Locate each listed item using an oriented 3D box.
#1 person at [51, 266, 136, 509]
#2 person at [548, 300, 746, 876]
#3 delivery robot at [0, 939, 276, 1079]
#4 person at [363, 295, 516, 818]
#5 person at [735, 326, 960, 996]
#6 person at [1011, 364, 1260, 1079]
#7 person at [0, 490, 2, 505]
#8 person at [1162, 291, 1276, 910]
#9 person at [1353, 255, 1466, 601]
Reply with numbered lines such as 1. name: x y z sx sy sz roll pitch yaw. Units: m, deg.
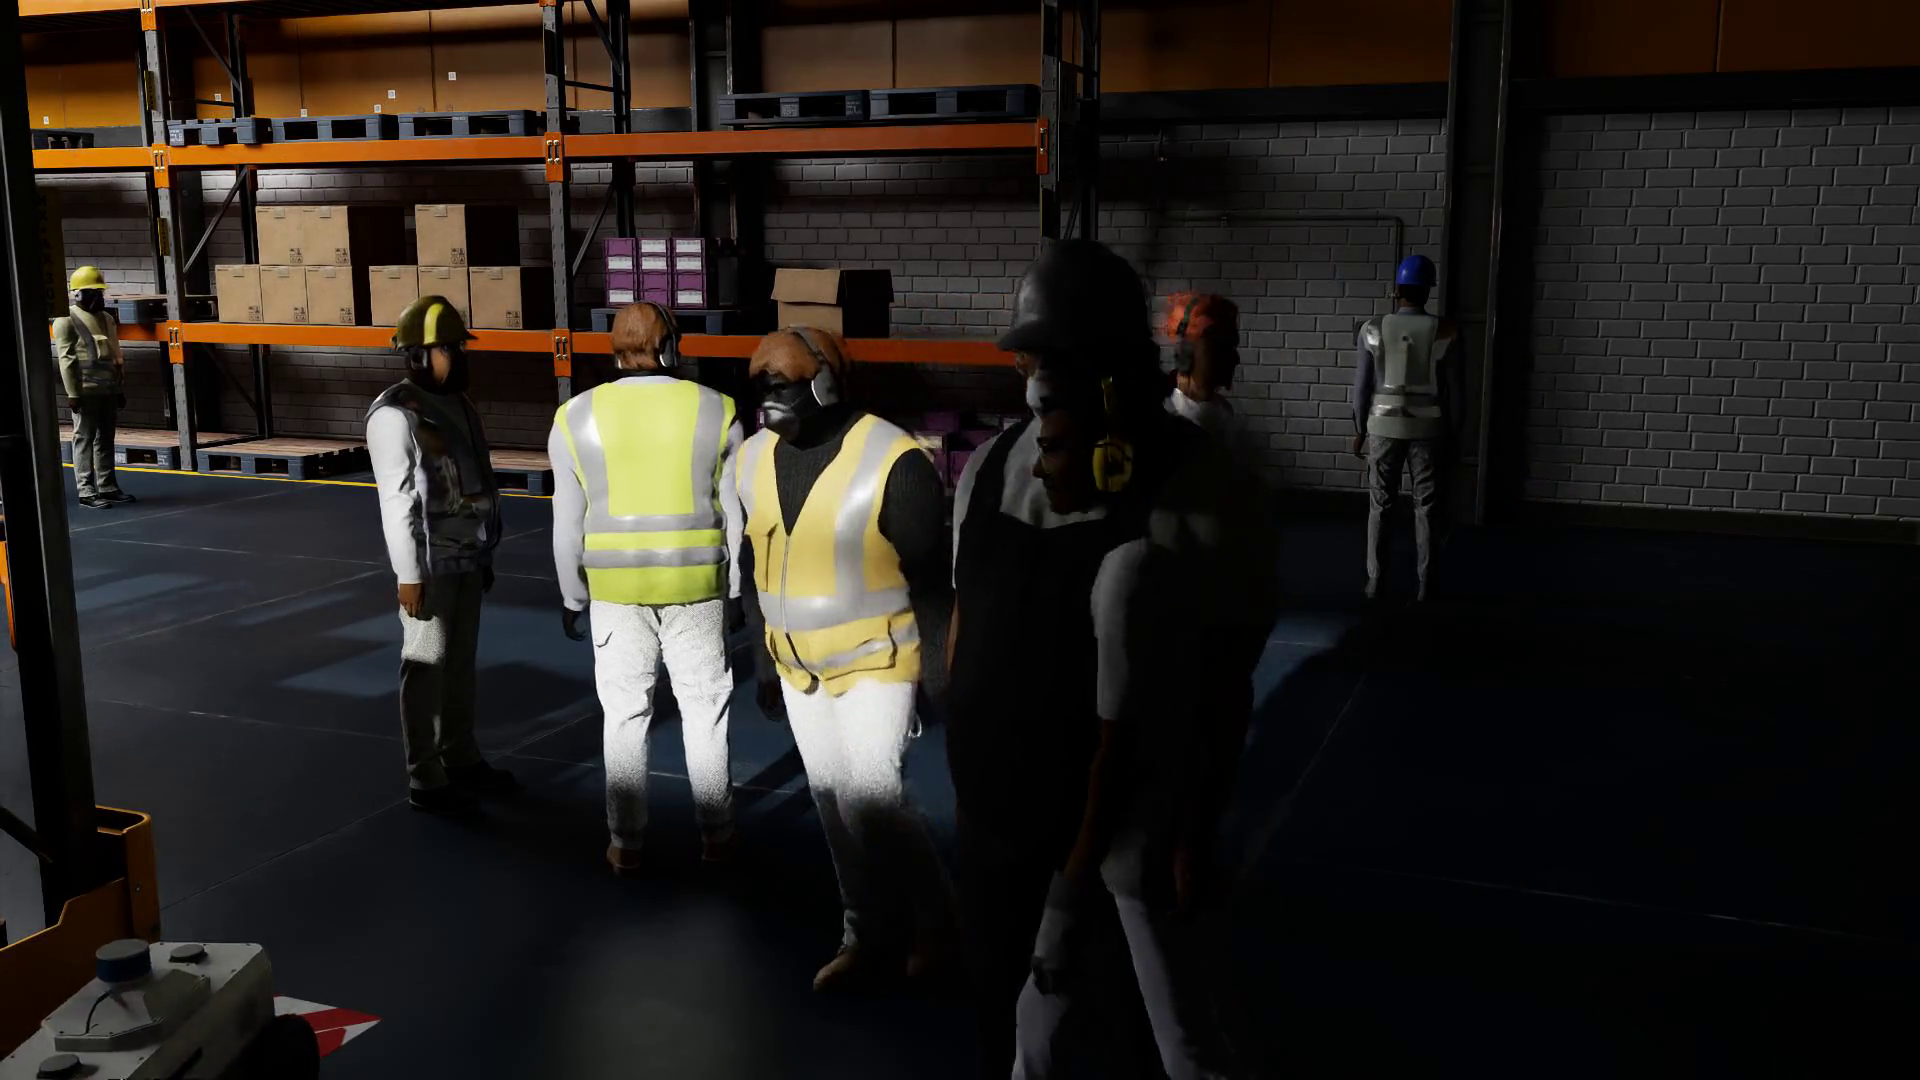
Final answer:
1. person: -6.599 -1.161 12.701 0.403 1.835 0.588 2 10 8
2. person: -0.971 0.163 5.320 0.621 1.840 0.430 -1 10 -8
3. delivery robot: -1.741 1.084 3.497 0.477 0.478 0.707 0 10 1
4. person: -1.838 0.053 5.937 0.404 1.837 0.590 2 10 10
5. person: -0.318 0.344 4.399 0.638 1.814 0.485 8 13 39
6. person: 0.365 0.581 3.073 0.992 1.820 0.528 1 10 4
7. person: -7.544 -1.088 12.823 0.305 1.645 0.522 -2 10 -10
8. person: 0.748 0.187 5.081 0.476 1.873 0.601 5 11 27
9. person: 2.532 -0.625 9.398 0.616 1.945 0.399 4 11 19
